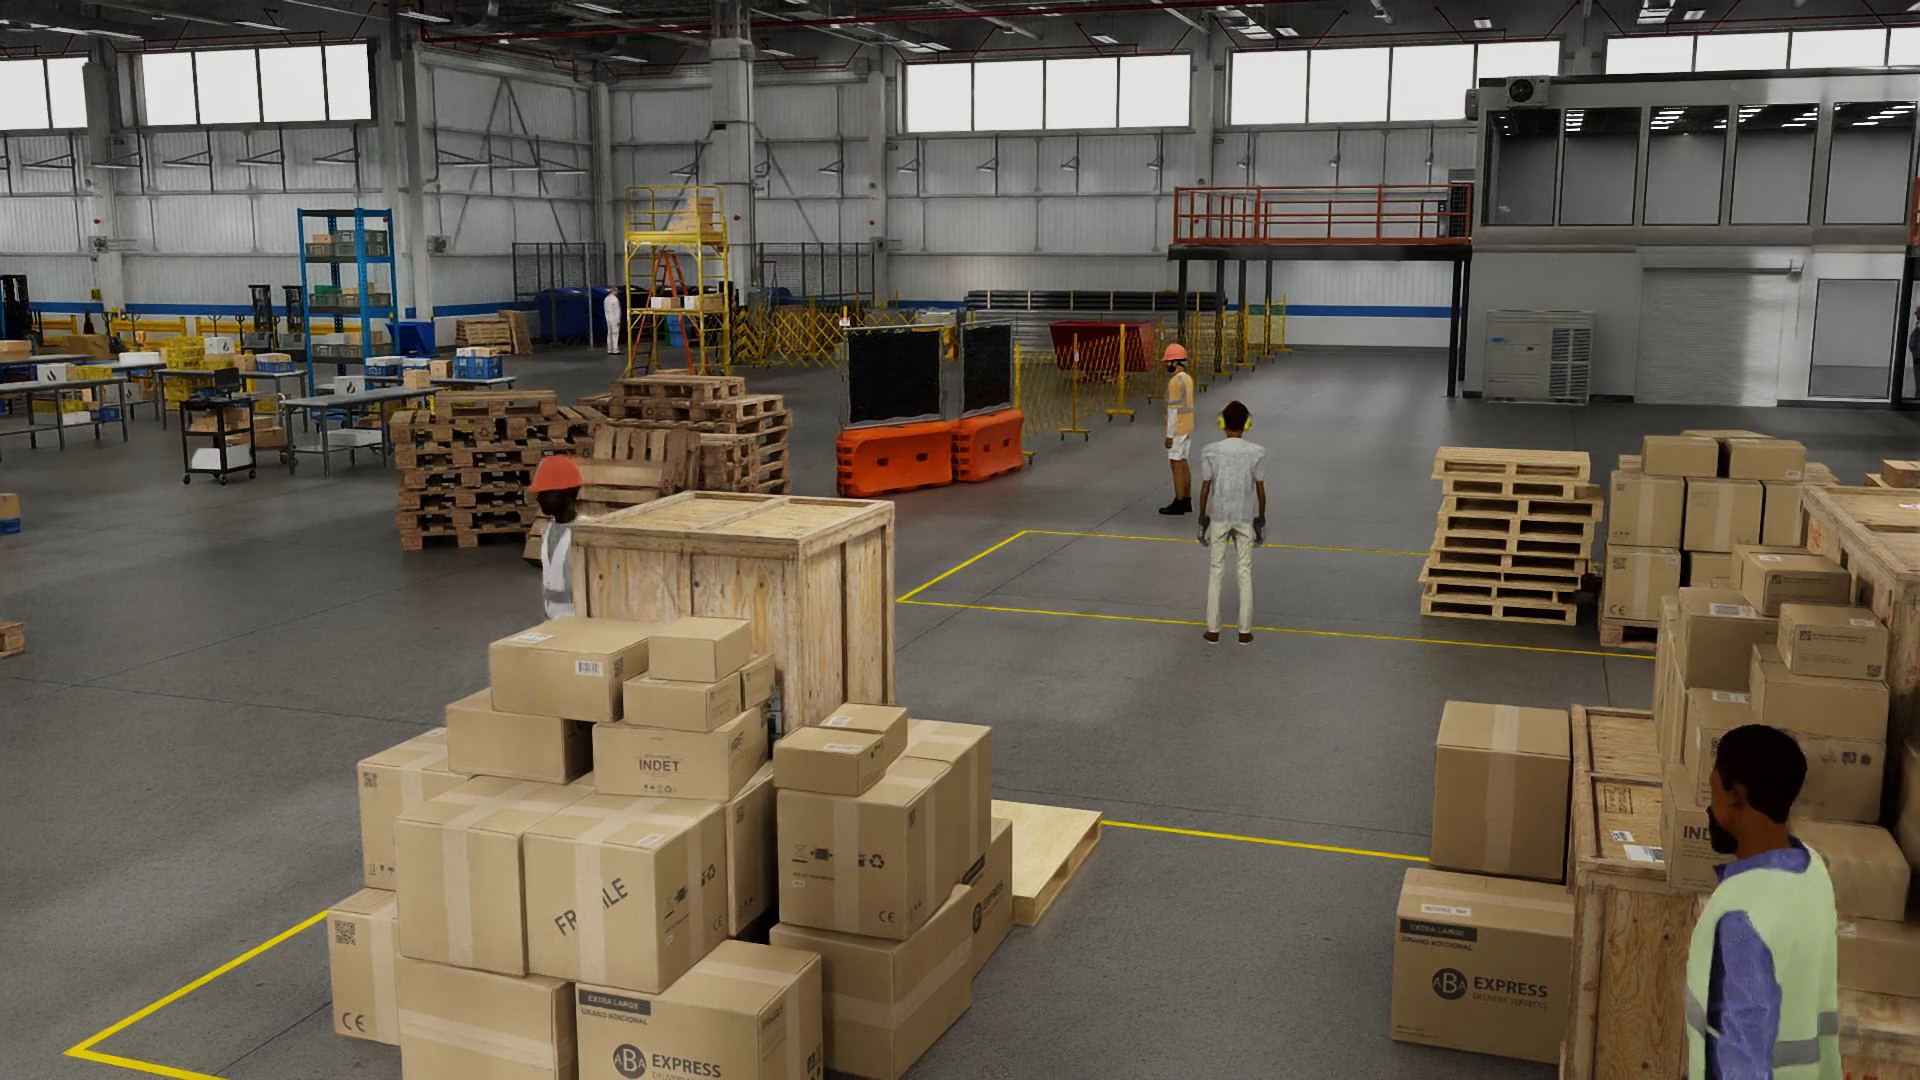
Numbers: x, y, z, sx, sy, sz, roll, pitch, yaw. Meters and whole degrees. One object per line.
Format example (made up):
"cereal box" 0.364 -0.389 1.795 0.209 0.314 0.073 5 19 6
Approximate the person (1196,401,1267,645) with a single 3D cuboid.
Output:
"person" 2.064 -0.126 12.667 0.521 1.861 0.318 1 10 5

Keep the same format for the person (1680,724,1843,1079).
"person" 1.869 1.382 4.087 0.576 1.883 0.594 9 13 40

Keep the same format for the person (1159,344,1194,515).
"person" 2.437 -1.243 18.774 0.391 1.930 0.540 4 11 23

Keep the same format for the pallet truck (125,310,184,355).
"pallet truck" -22.038 -5.665 45.457 0.704 1.261 1.522 3 11 17

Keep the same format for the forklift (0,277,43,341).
"forklift" -27.151 -6.329 46.328 1.157 1.987 2.680 3 11 17

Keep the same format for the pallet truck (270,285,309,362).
"pallet truck" -17.147 -5.700 43.663 0.823 1.965 1.885 3 11 17

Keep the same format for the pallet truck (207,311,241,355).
"pallet truck" -19.537 -5.575 44.913 0.653 1.274 1.630 3 11 19

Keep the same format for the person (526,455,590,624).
"person" -2.095 0.495 8.966 0.423 1.924 0.568 -9 13 -40

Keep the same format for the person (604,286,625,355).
"person" -9.543 -6.050 45.911 0.407 1.902 0.639 -9 13 -41

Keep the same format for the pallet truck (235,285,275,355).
"pallet truck" -18.327 -5.835 44.421 0.823 1.965 1.885 4 11 23

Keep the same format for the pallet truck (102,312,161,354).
"pallet truck" -23.057 -5.777 46.261 0.680 1.201 1.601 3 11 19
